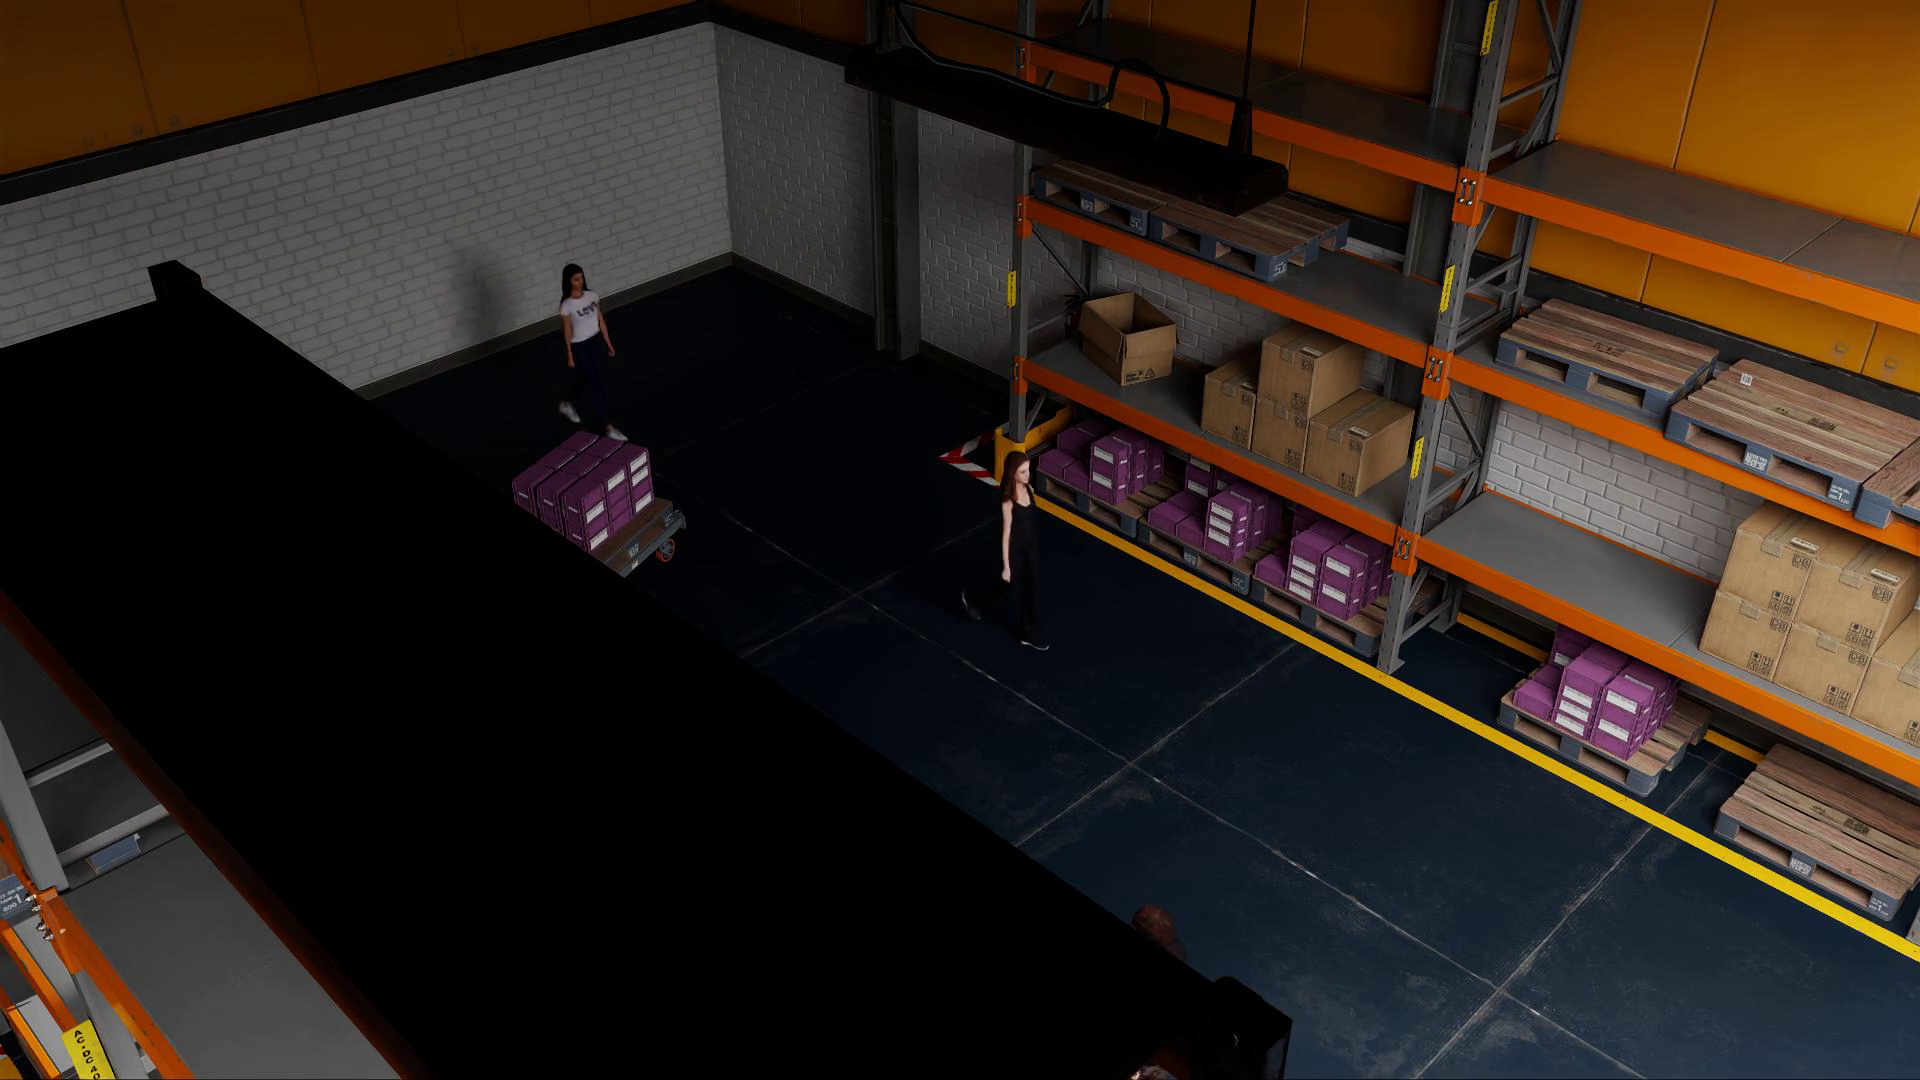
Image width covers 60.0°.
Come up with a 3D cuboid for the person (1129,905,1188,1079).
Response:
[{"bbox_3d":[1.078,2.699,8.869,0.662,1.847,0.684,26,42,34],"label":"person"}]

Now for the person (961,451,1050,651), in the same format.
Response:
[{"bbox_3d":[0.362,0.058,12.953,1.067,1.725,0.688,21,39,29],"label":"person"}]

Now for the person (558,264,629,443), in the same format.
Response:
[{"bbox_3d":[-3.606,-1.797,15.733,1.196,1.735,0.793,19,38,26],"label":"person"}]
